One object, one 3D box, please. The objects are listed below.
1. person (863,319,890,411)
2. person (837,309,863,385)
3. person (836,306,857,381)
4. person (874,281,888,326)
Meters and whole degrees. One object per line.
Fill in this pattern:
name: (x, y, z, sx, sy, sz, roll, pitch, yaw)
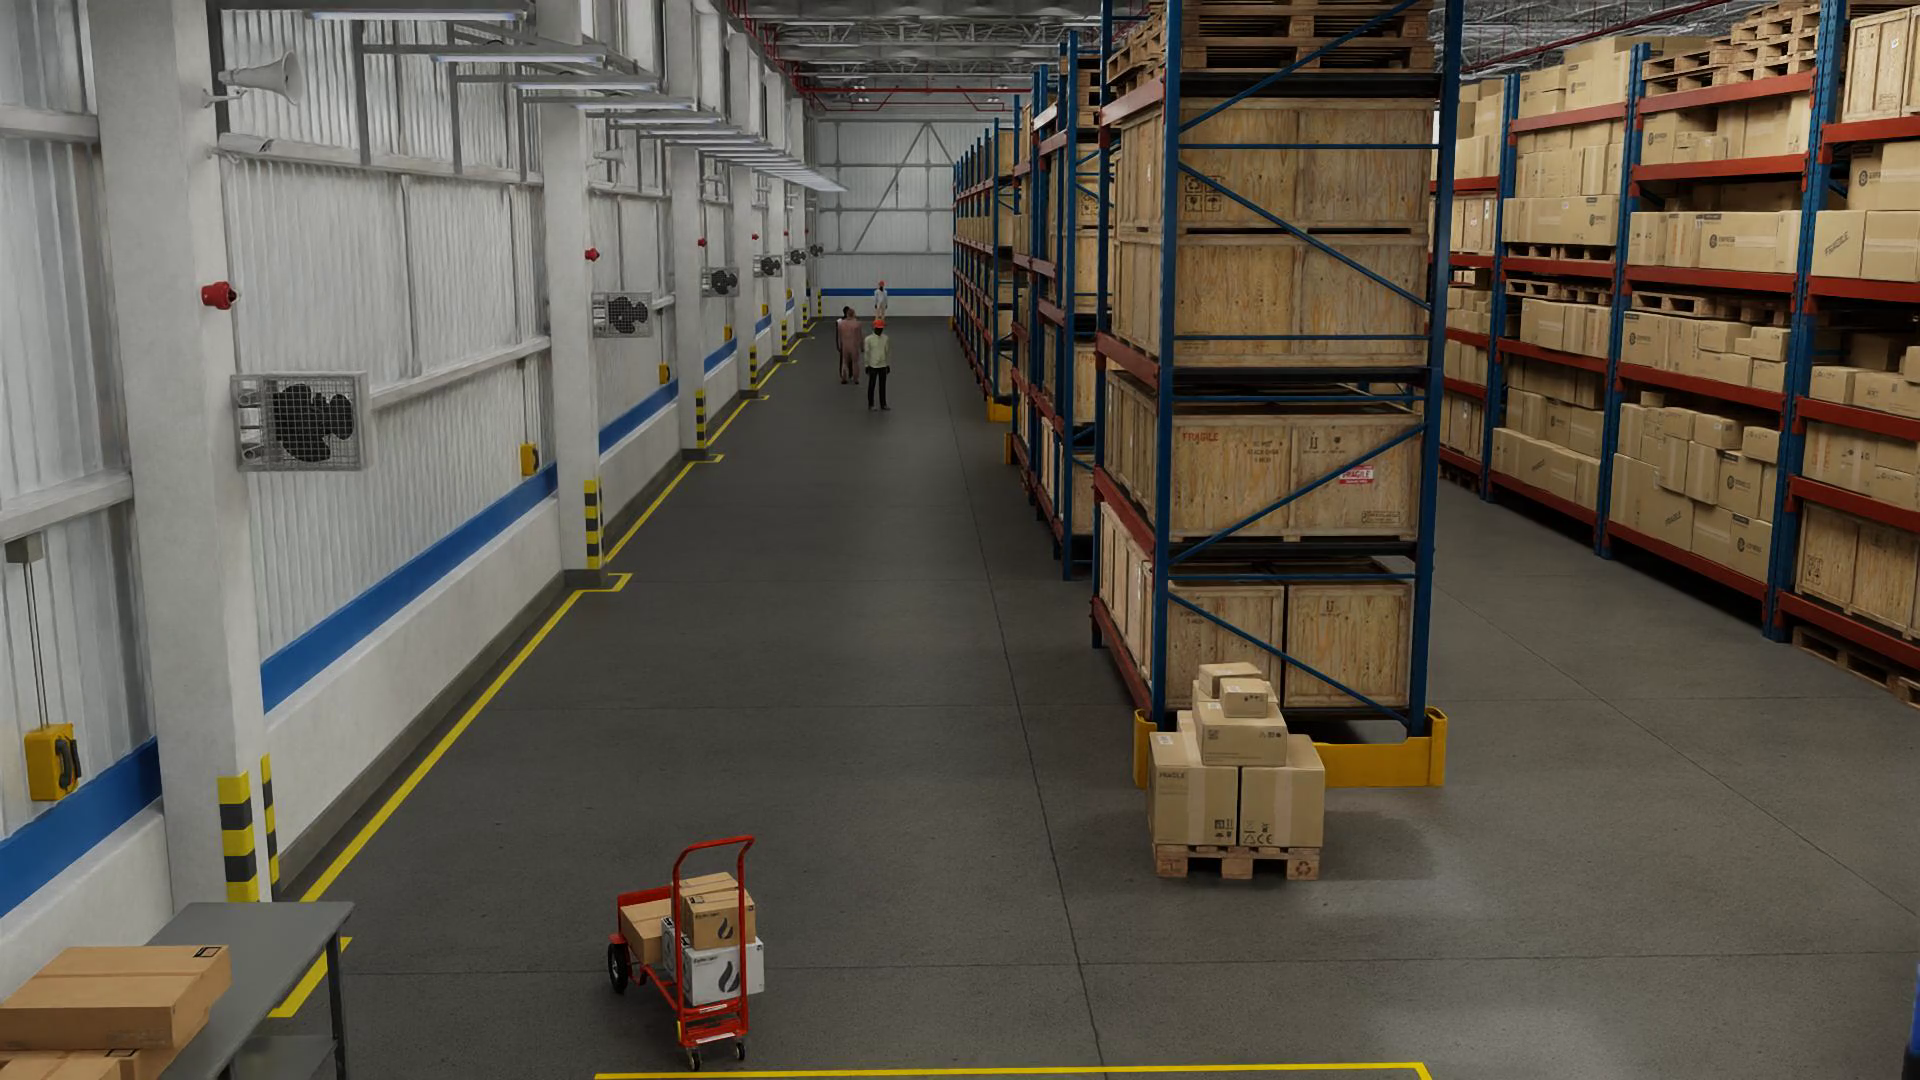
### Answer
person: (-1.771, -3.753, 35.715, 0.624, 1.985, 0.416, -7, 13, -33)
person: (-2.733, -4.821, 41.506, 0.662, 1.899, 0.405, 5, 12, 23)
person: (-2.884, -5.014, 42.472, 0.586, 1.913, 0.398, -6, 12, -28)
person: (-3.047, -9.131, 64.330, 0.563, 1.742, 0.360, -6, 12, -28)
